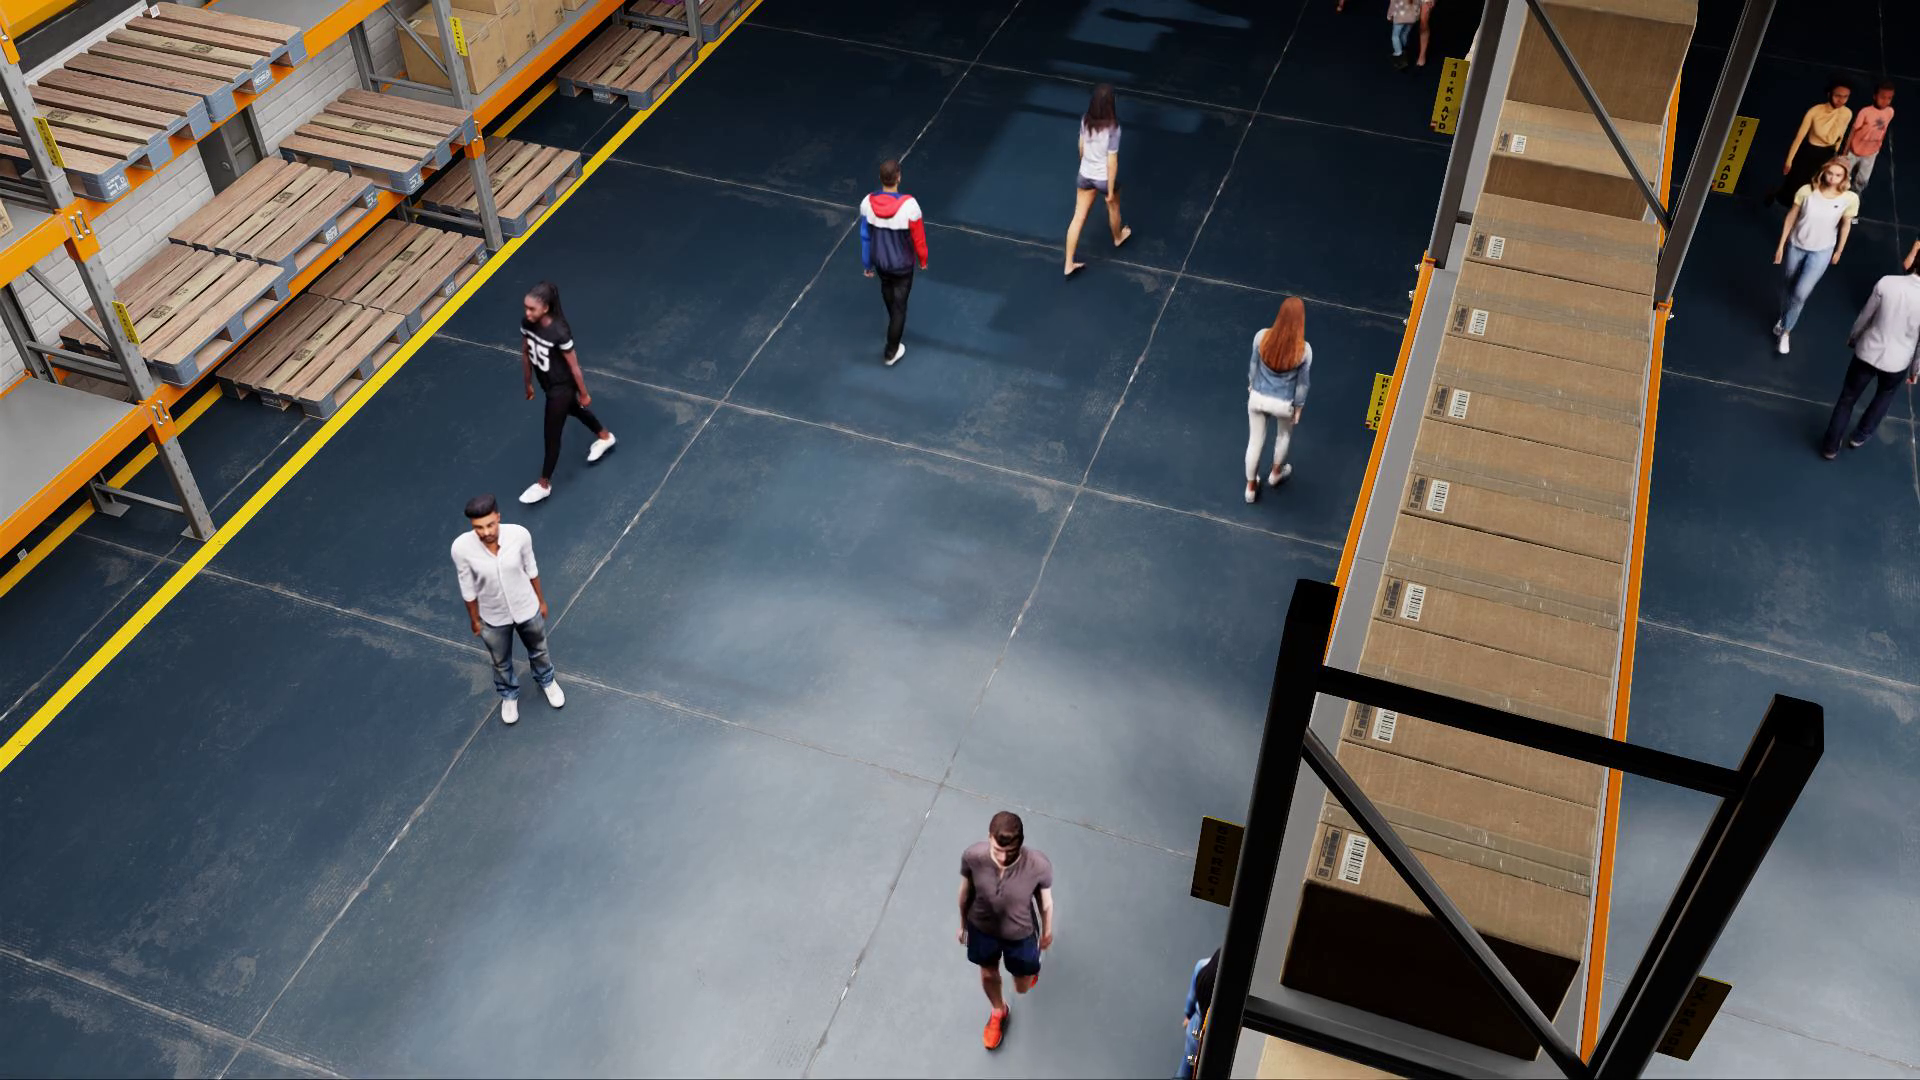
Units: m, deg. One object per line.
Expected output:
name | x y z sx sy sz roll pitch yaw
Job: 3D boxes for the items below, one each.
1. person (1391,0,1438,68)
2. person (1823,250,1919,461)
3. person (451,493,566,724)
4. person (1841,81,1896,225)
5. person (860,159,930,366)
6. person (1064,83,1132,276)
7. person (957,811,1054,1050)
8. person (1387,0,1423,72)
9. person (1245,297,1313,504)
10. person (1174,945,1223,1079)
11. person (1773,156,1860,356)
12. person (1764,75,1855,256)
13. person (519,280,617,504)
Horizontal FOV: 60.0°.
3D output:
person | 4.679 -5.609 16.876 0.628 1.604 0.609 24 48 23
person | 6.756 -1.319 12.211 0.828 1.827 0.875 26 50 25
person | -2.837 0.393 10.423 0.731 1.815 0.784 -16 46 -16
person | 8.078 -3.551 14.939 0.615 1.295 0.772 4 44 4
person | -0.555 -2.156 13.159 0.668 1.731 0.987 13 45 13
person | 1.111 -3.019 14.101 0.856 1.681 1.201 30 51 27
person | 0.255 1.955 8.765 0.690 1.840 0.856 10 45 11
person | 4.551 -5.307 16.870 0.629 1.175 0.744 -1 44 -2
person | 2.215 -0.937 11.916 0.649 1.682 0.720 16 46 16
person | 1.289 2.524 8.267 0.695 1.703 0.690 33 53 30
person | 6.853 -2.386 13.424 0.721 1.700 0.846 21 48 21
person | 7.340 -3.286 14.414 0.737 1.637 0.942 1 44 1
person | -2.878 -1.147 12.138 0.883 1.678 1.258 28 50 27
